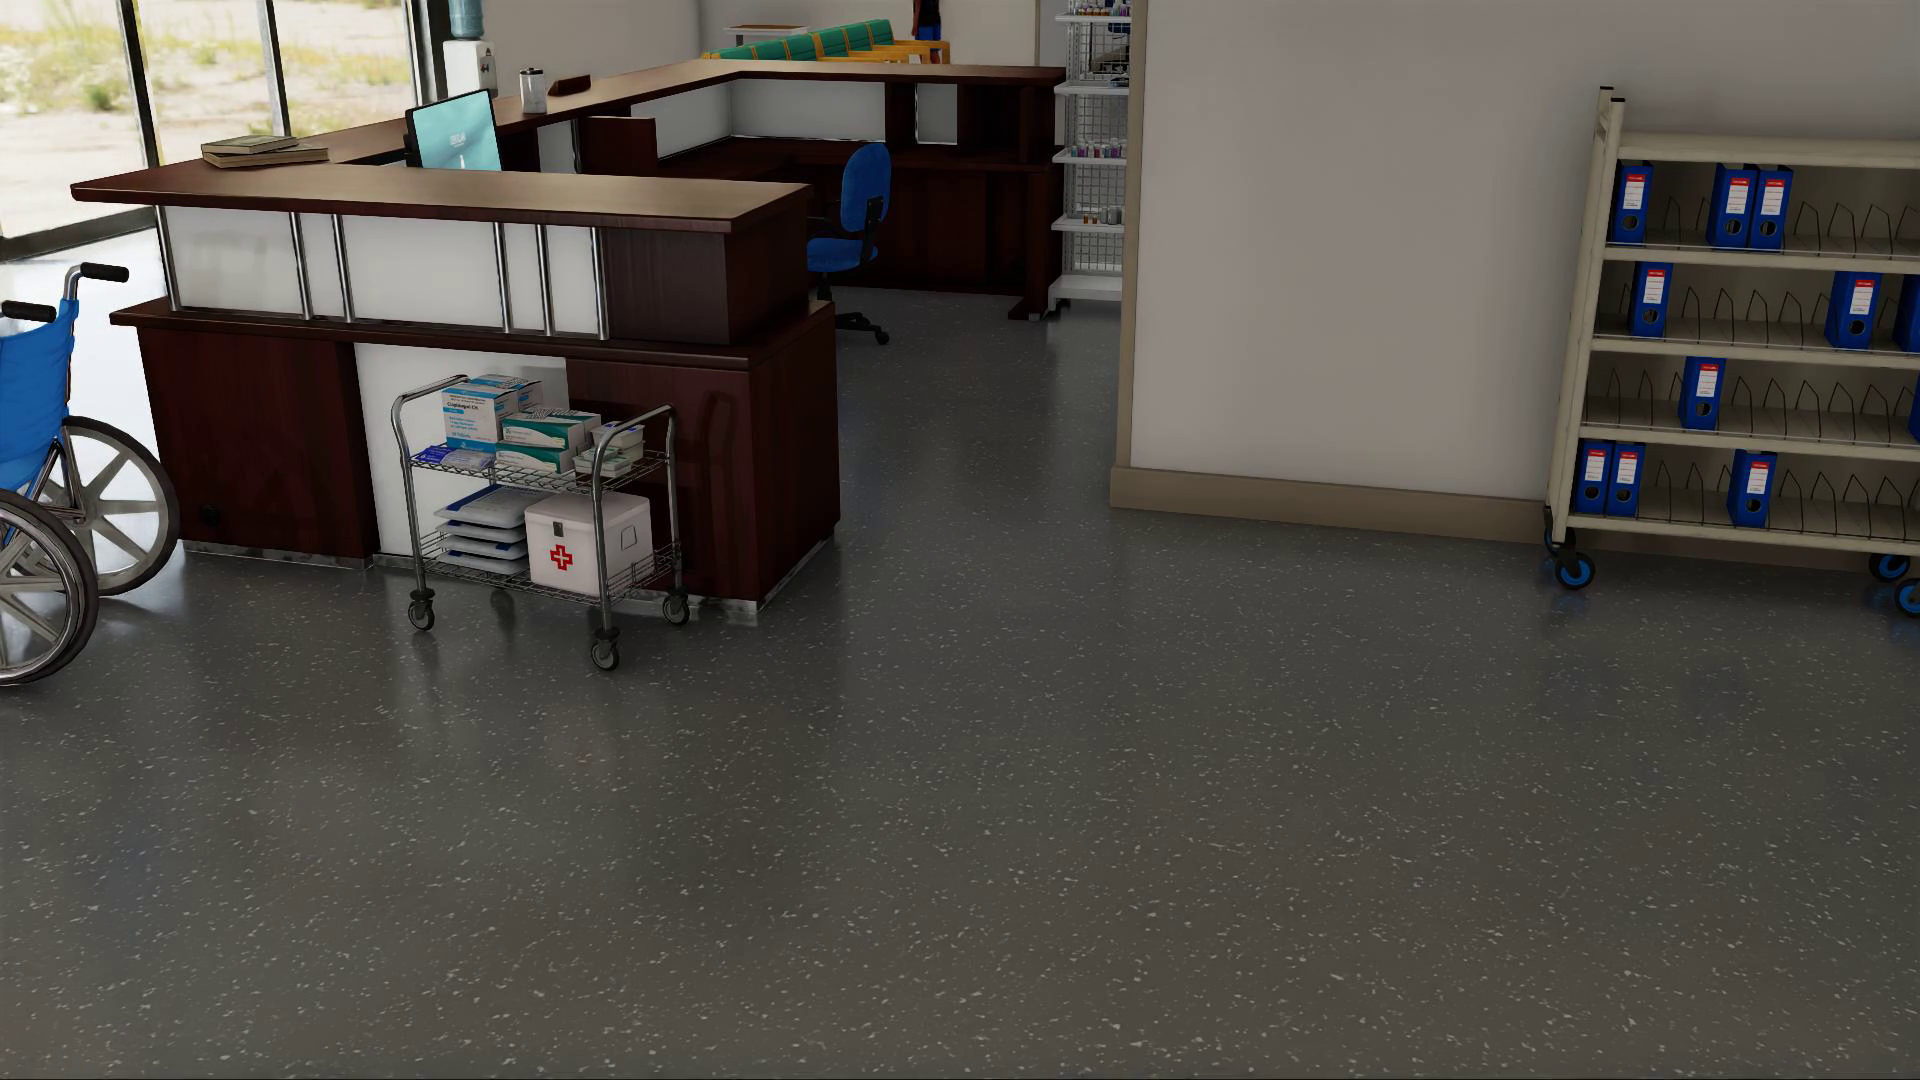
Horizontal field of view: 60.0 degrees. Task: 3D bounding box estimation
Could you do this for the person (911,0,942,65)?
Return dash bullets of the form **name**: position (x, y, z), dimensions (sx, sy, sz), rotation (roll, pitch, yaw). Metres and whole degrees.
- **person**: position (-0.394, -6.330, 20.337), dimensions (0.704, 1.794, 0.687), rotation (17, 27, 38)
